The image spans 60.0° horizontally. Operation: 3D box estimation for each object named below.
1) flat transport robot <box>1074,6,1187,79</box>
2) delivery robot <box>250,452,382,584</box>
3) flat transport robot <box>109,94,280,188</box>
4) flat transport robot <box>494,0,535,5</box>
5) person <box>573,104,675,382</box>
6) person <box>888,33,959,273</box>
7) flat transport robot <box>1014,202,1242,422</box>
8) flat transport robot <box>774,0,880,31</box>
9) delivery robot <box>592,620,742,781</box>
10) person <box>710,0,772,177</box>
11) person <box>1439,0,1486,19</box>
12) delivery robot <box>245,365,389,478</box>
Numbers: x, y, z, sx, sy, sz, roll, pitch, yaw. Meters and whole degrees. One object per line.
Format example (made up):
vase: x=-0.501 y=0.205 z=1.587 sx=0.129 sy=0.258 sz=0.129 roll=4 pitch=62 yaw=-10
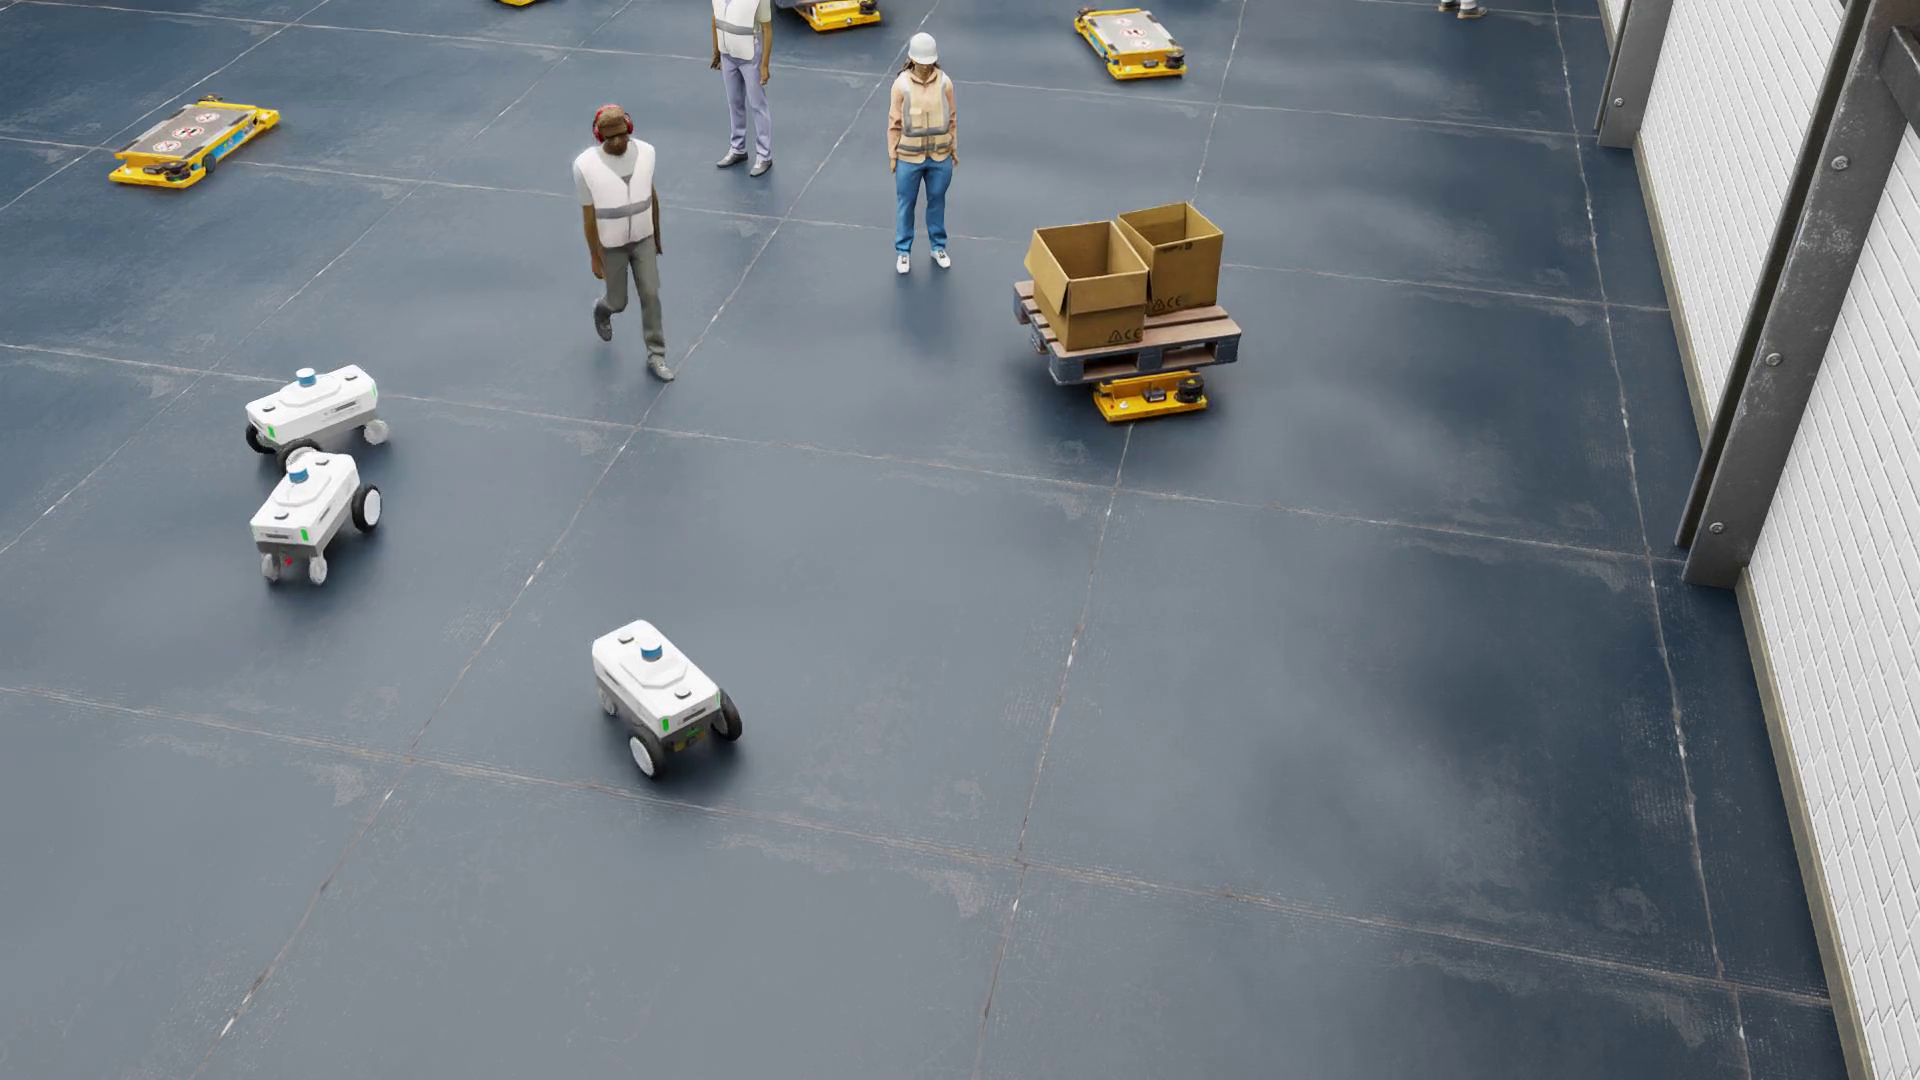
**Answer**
flat transport robot: x=1.566 y=-4.619 z=15.400 sx=0.659 sy=0.231 sz=1.431 roll=-7 pitch=37 yaw=-10
delivery robot: x=-3.595 y=-0.162 z=9.205 sx=0.499 sy=0.604 sz=0.808 roll=4 pitch=37 yaw=5
flat transport robot: x=-6.242 y=-3.263 z=13.585 sx=0.659 sy=0.231 sz=1.431 roll=7 pitch=37 yaw=9
flat transport robot: x=-4.698 y=-5.727 z=16.882 sx=1.431 sy=0.231 sz=0.659 roll=24 pitch=43 yaw=28
person: x=-2.137 y=-1.908 z=10.477 sx=0.564 sy=1.815 sz=0.719 roll=-25 pitch=43 yaw=-29
person: x=-0.259 y=-2.704 z=11.619 sx=0.496 sy=1.727 sz=0.375 roll=-9 pitch=38 yaw=-12
flat transport robot: x=1.048 y=-1.244 z=10.883 sx=0.659 sy=0.231 sz=1.431 roll=-9 pitch=38 yaw=-12
flat transport robot: x=-1.374 y=-5.369 z=16.404 sx=0.659 sy=0.231 sz=1.431 roll=-16 pitch=40 yaw=-21
delivery robot: x=-1.456 y=0.717 z=8.004 sx=0.499 sy=0.575 sz=0.759 roll=-27 pitch=44 yaw=-31
person: x=-1.685 y=-3.763 z=12.935 sx=0.562 sy=1.847 sz=0.389 roll=22 pitch=42 yaw=26
person: x=4.913 y=-5.945 z=15.825 sx=0.337 sy=1.883 sz=0.582 roll=-19 pitch=41 yaw=-24
delivery robot: x=-3.869 y=-0.750 z=9.977 sx=0.789 sy=0.587 sz=0.499 roll=-29 pitch=46 yaw=-33
